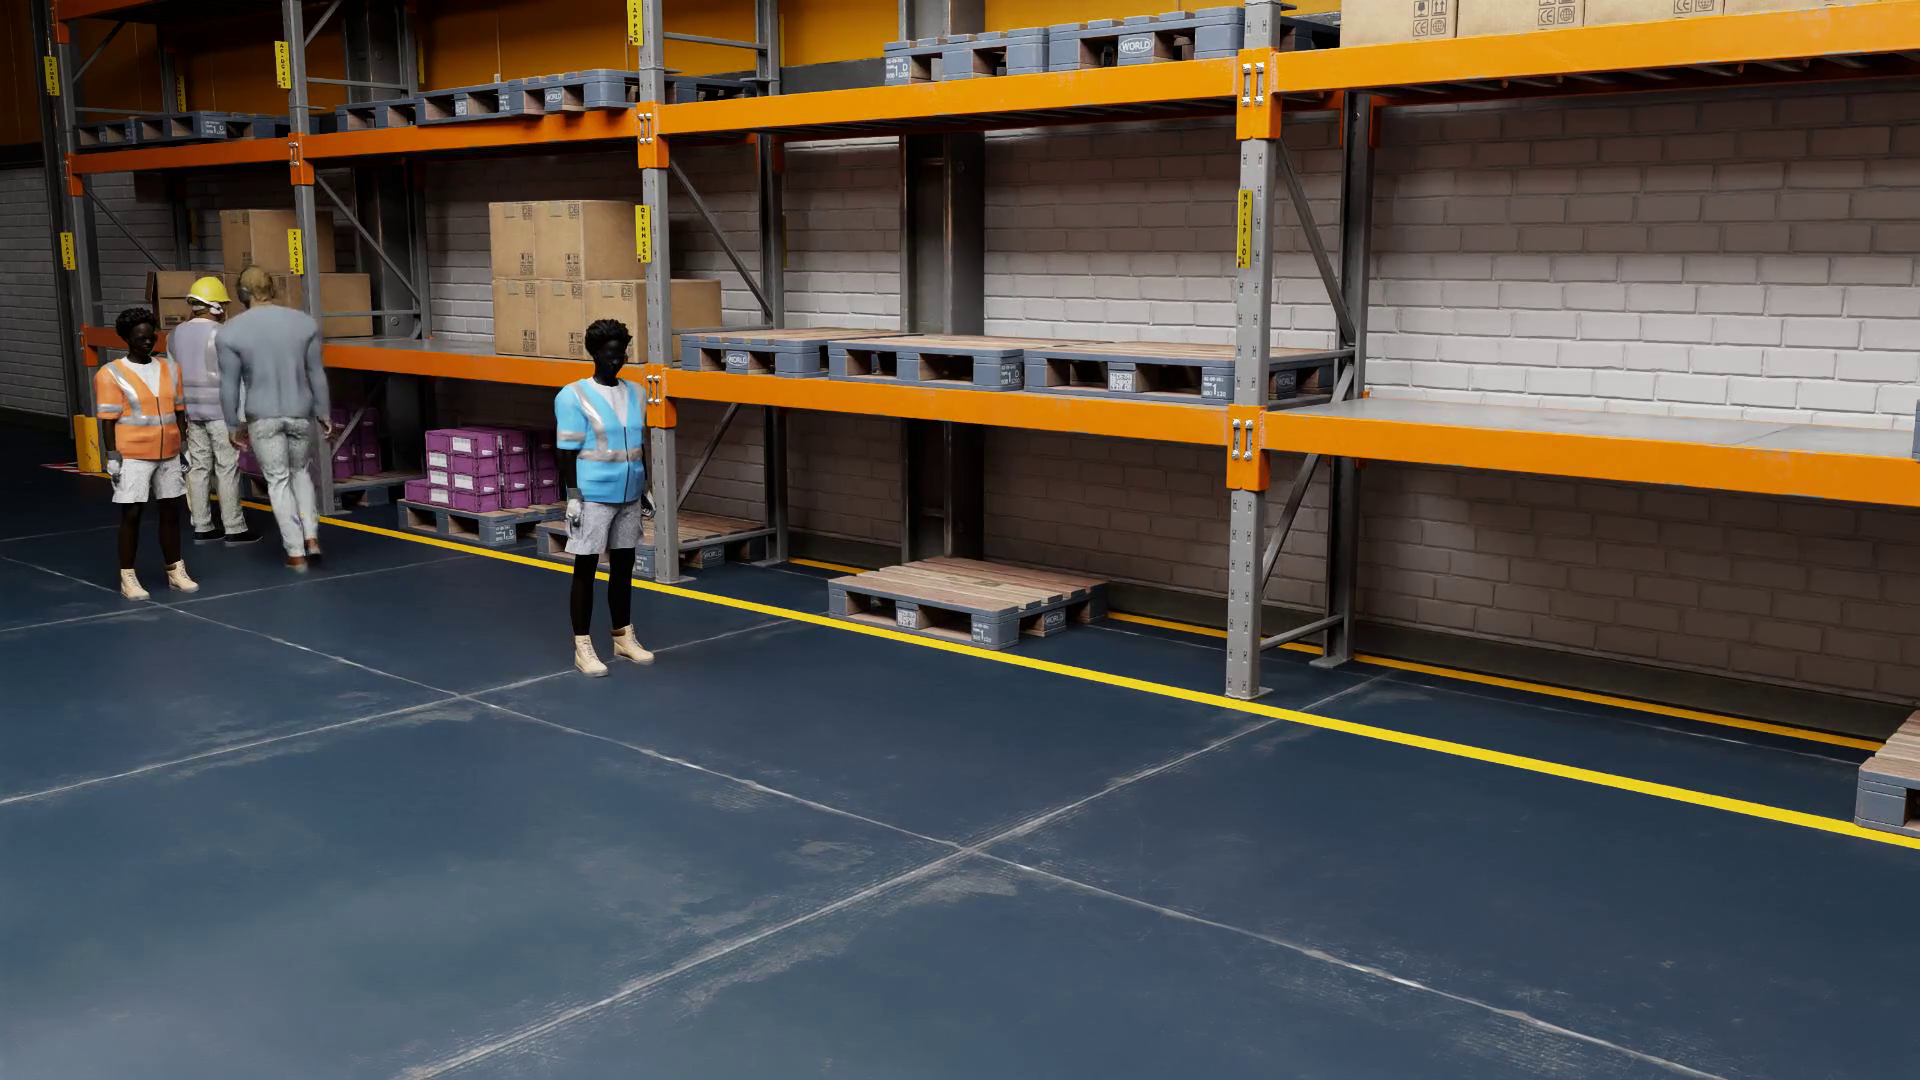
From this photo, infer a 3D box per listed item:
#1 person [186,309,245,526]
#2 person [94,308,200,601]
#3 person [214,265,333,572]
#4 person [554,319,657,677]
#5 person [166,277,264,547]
[{"bbox_3d":[-5.477,-0.908,12.136,0.277,1.629,0.496,7,12,34],"label":"person"},{"bbox_3d":[-4.695,-0.494,9.606,0.320,1.687,0.533,6,12,30],"label":"person"},{"bbox_3d":[-4.300,-0.750,10.430,0.665,1.908,0.570,-8,13,-39],"label":"person"},{"bbox_3d":[-1.681,-0.207,7.950,0.320,1.692,0.531,8,13,38],"label":"person"},{"bbox_3d":[-5.071,-0.868,11.326,0.601,1.827,0.403,4,11,20],"label":"person"}]
